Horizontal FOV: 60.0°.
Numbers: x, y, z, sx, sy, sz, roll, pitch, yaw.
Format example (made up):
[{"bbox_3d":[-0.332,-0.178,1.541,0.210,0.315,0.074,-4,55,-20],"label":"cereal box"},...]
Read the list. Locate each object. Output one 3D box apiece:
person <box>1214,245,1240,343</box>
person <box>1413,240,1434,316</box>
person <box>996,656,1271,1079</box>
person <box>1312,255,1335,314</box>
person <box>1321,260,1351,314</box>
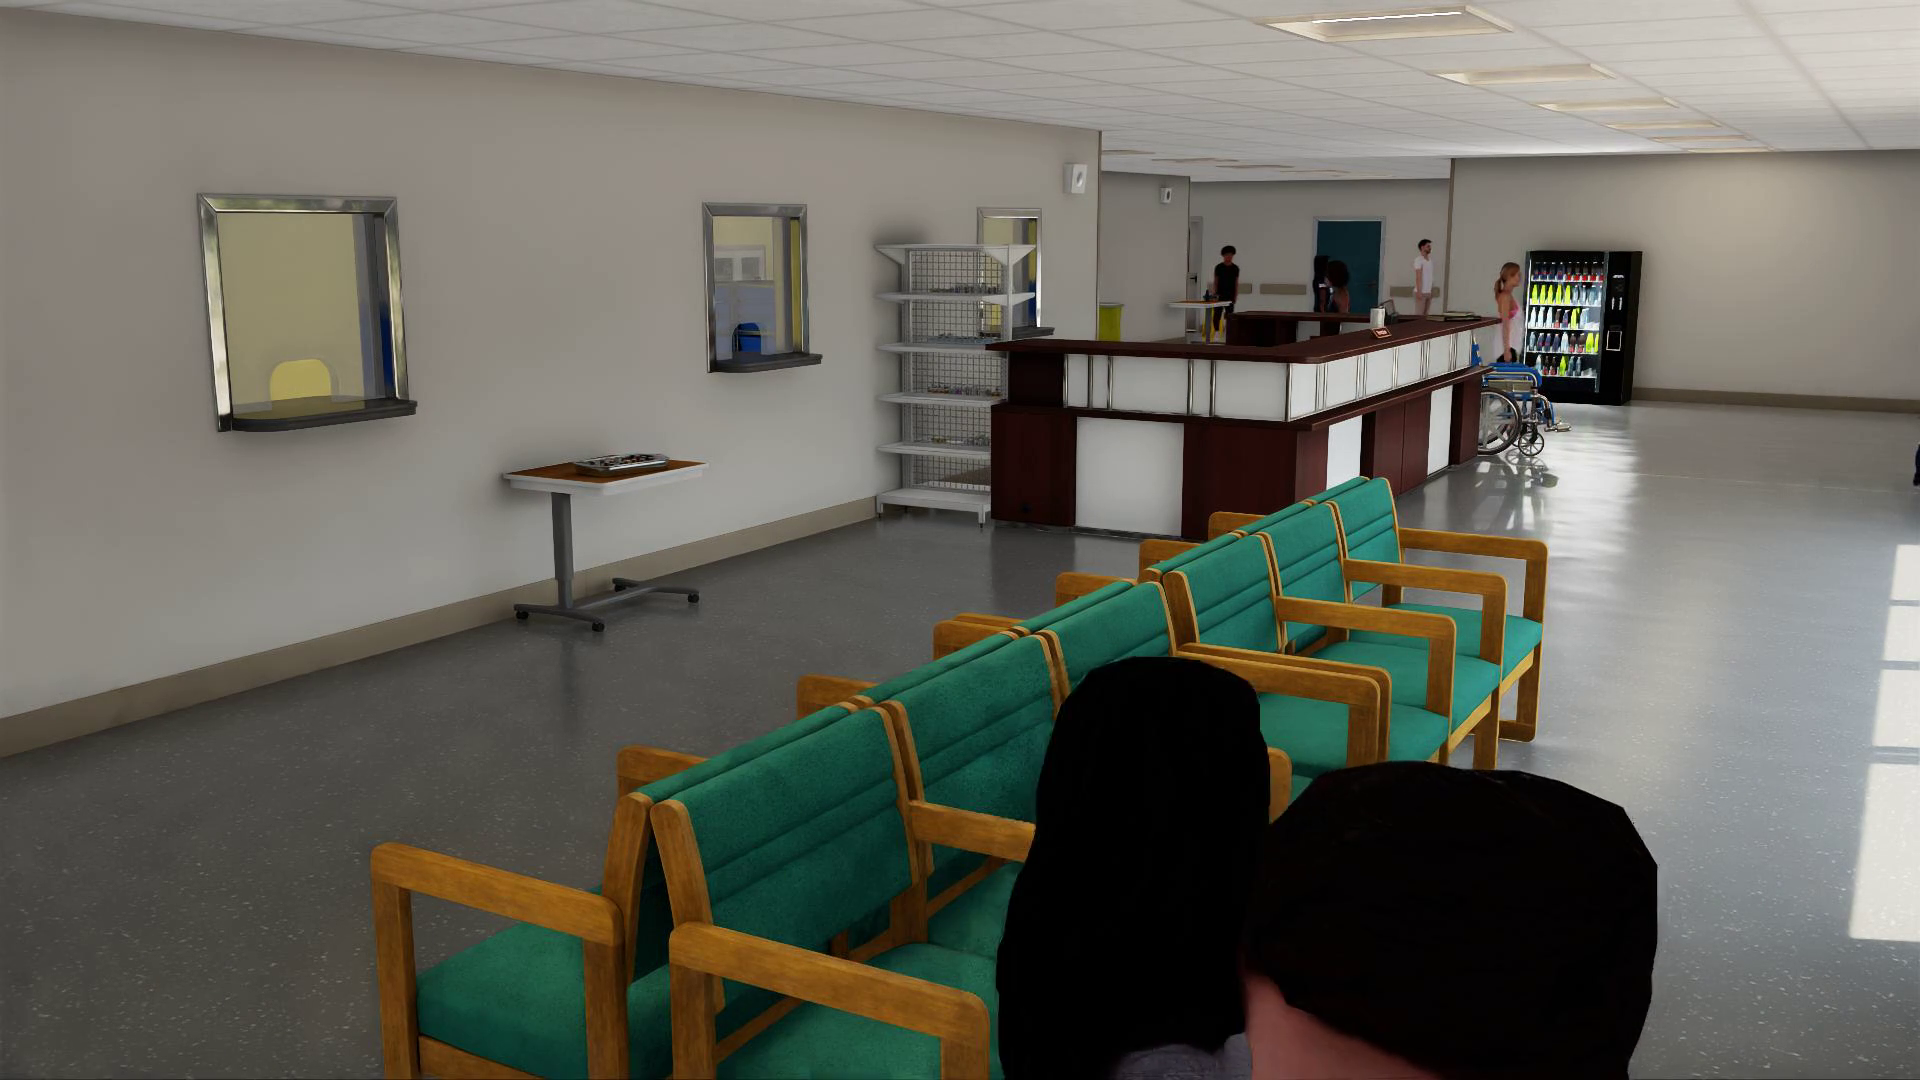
[{"bbox_3d":[4.822,-4.470,30.343,1.118,1.765,0.992,1,11,4],"label":"person"},{"bbox_3d":[8.326,-4.451,29.916,0.683,1.885,0.734,10,15,43],"label":"person"},{"bbox_3d":[0.083,0.977,1.769,1.118,1.715,1.043,-3,11,-13],"label":"person"},{"bbox_3d":[5.128,-3.143,23.445,0.600,1.730,0.632,4,12,22],"label":"person"},{"bbox_3d":[4.138,-2.083,17.777,0.891,1.760,0.846,0,11,3],"label":"person"}]
